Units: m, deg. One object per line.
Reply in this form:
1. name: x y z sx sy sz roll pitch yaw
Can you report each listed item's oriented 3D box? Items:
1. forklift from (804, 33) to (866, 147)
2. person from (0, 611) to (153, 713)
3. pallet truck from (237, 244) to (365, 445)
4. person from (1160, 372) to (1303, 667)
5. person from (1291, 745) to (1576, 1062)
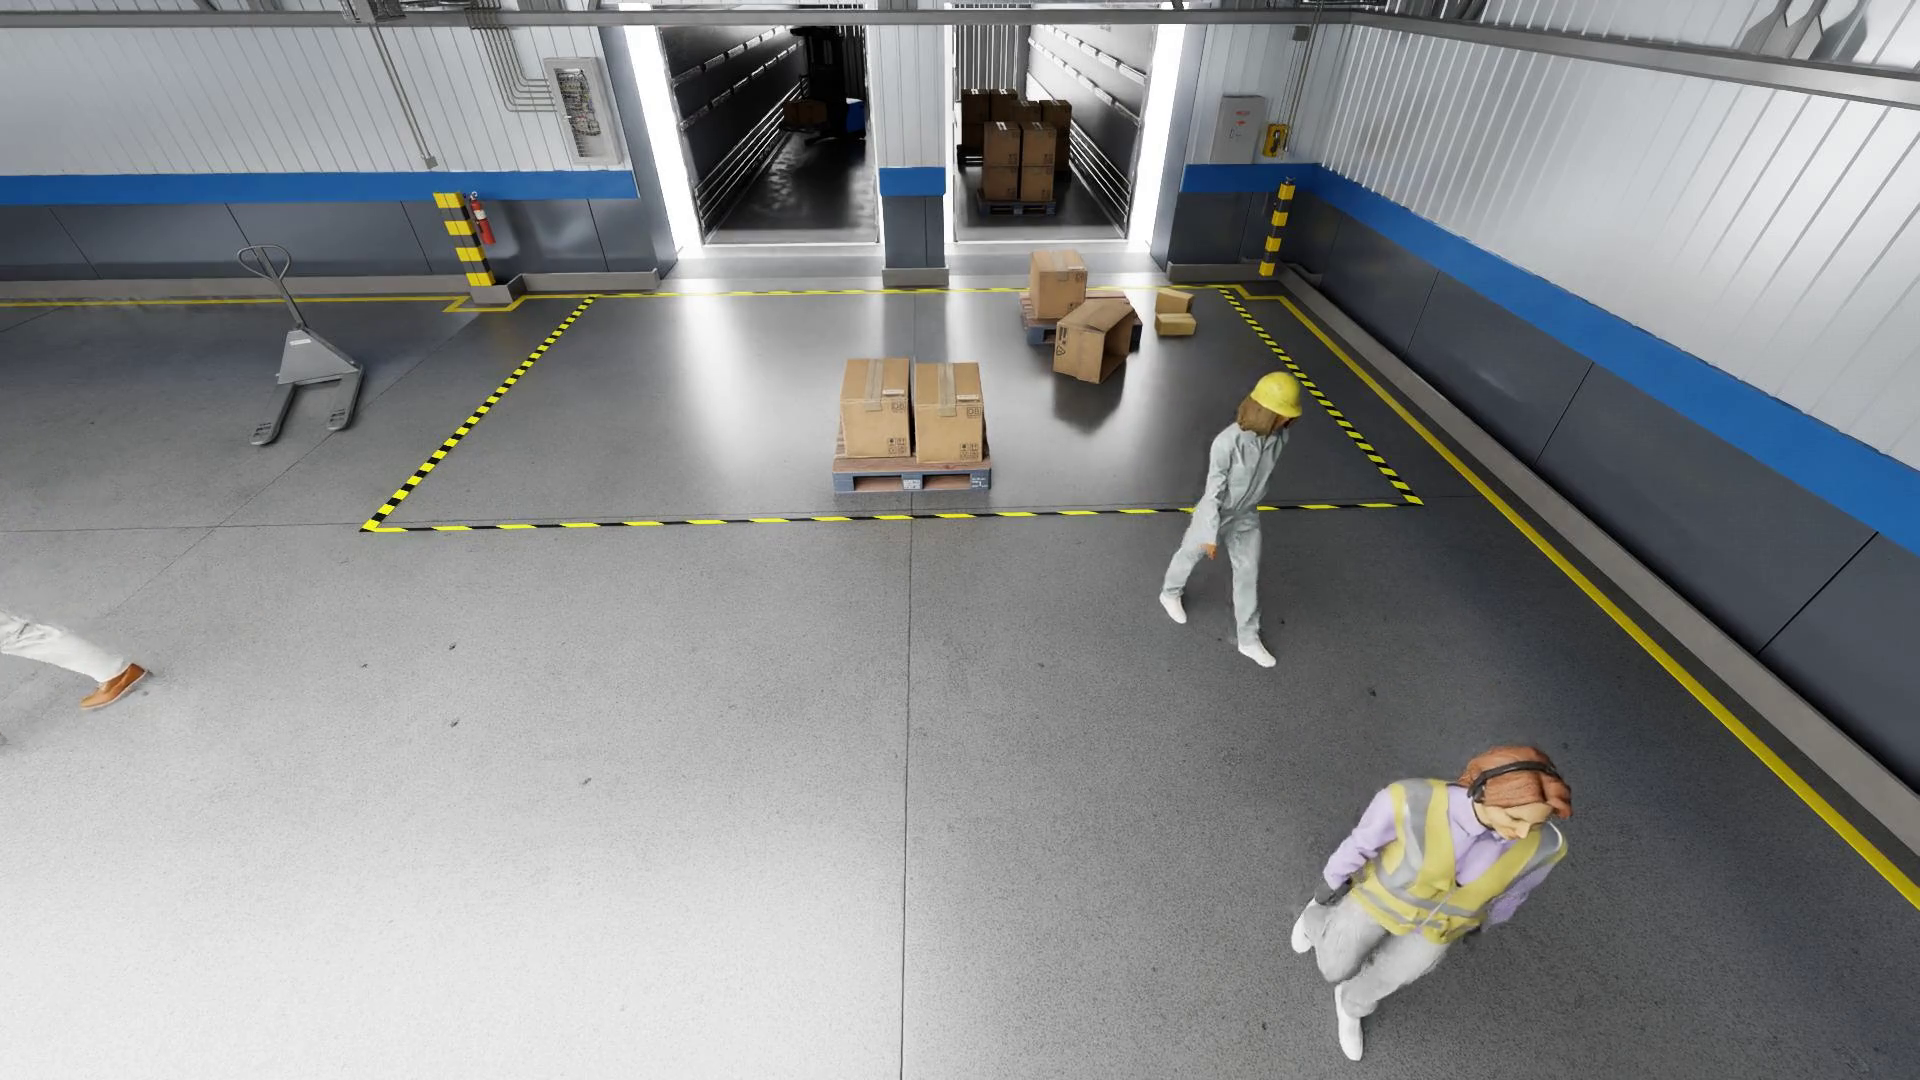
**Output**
1. forklift: -2.628 -9.748 15.821 0.716 2.013 0.776 19 42 23
2. person: -4.851 0.309 3.264 0.602 1.895 0.991 13 40 16
3. pallet truck: -5.915 -1.733 6.366 0.680 1.201 1.601 -18 42 -21
4. person: 1.486 -0.075 3.898 0.504 1.712 0.806 -13 40 -16
5. person: 1.460 1.151 2.416 0.529 1.618 0.493 10 40 13
